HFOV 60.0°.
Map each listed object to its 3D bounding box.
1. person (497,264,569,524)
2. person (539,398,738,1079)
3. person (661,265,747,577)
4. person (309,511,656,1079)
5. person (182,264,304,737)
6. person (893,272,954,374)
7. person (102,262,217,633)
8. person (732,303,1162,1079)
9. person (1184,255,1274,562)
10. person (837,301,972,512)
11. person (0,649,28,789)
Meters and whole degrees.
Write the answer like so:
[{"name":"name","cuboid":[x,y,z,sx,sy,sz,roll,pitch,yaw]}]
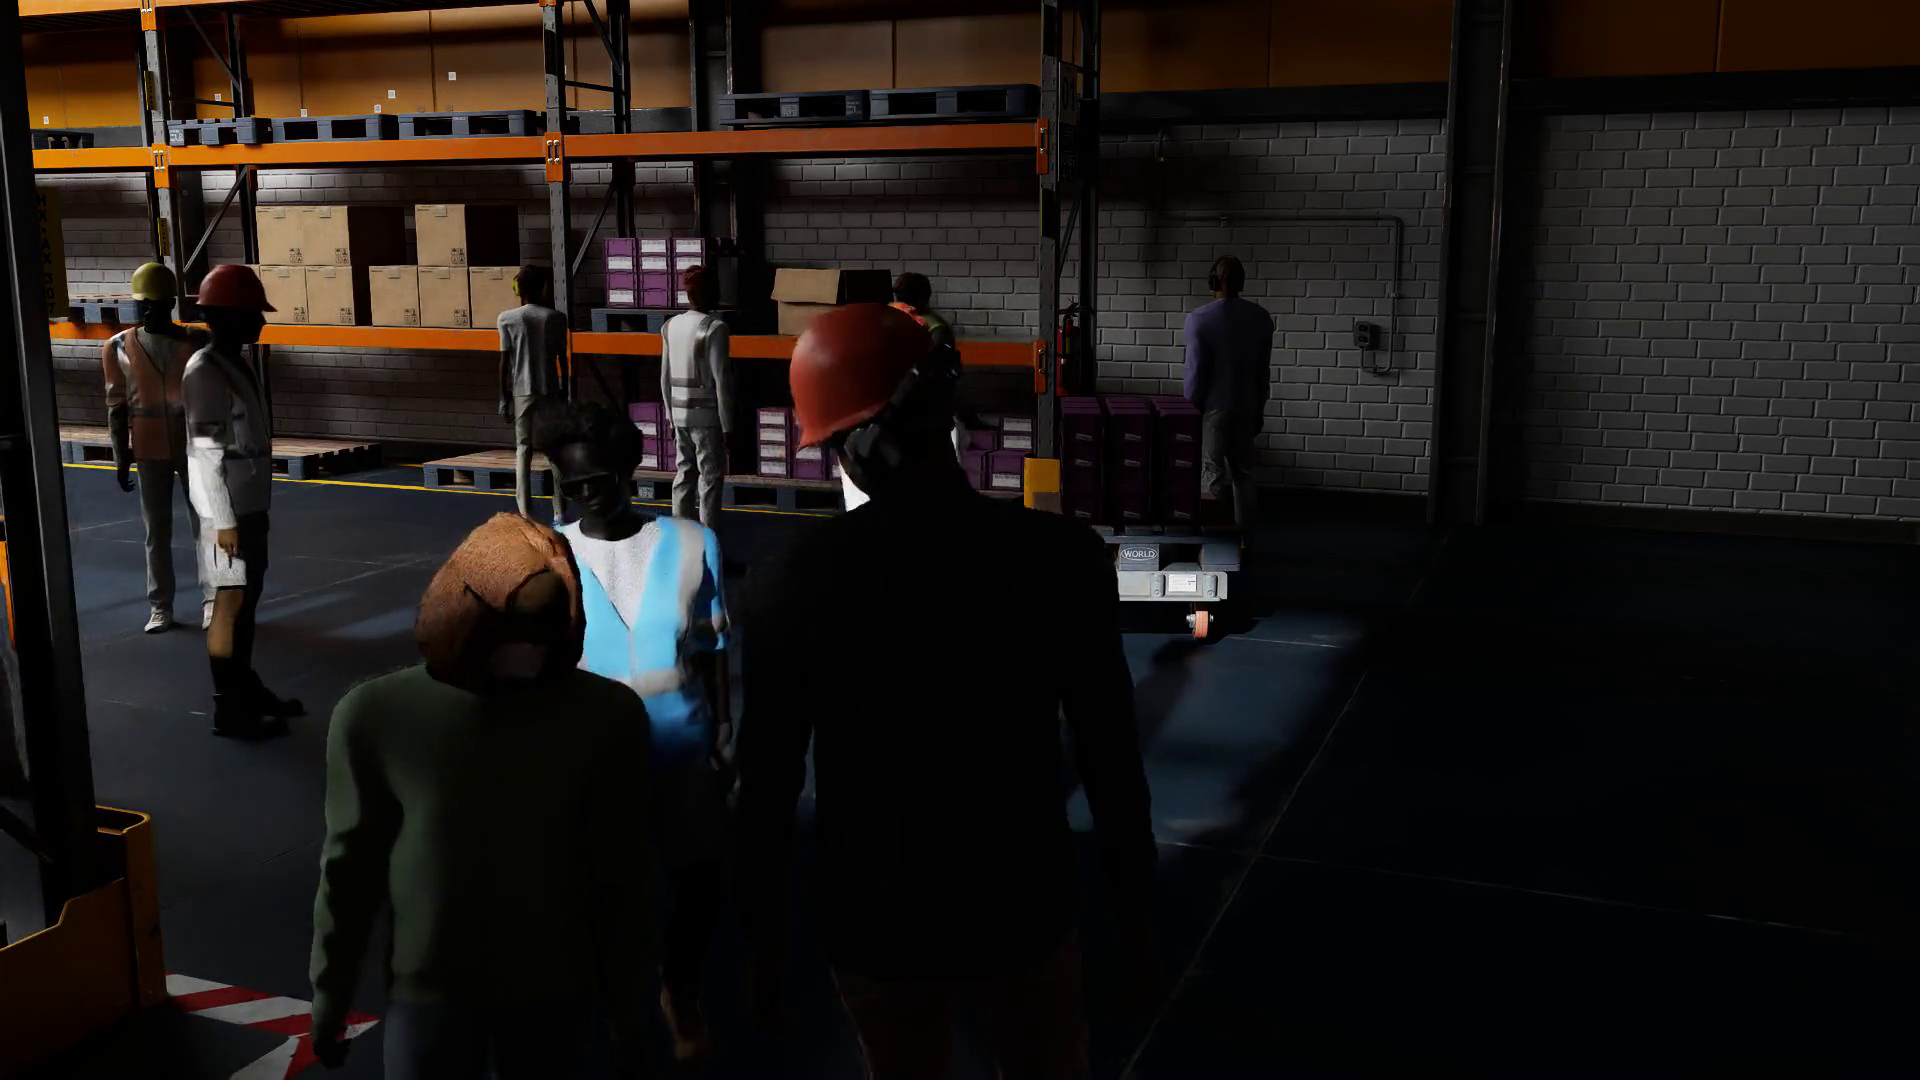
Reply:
[{"name":"person","cuboid":[-3.029,-1.021,11.849,0.491,1.863,0.325,-4,11,-22]},{"name":"person","cuboid":[-0.769,0.511,3.817,0.551,1.682,0.379,-4,11,-22]},{"name":"person","cuboid":[-1.563,-0.710,10.052,0.577,1.882,0.349,9,14,41]},{"name":"person","cuboid":[-0.752,0.751,2.648,0.553,1.608,0.415,-3,11,-18]},{"name":"person","cuboid":[-2.951,-0.158,6.850,0.383,1.929,0.543,-1,10,-7]},{"name":"person","cuboid":[-0.308,-0.747,10.408,0.459,1.838,0.647,-6,12,-29]},{"name":"person","cuboid":[-4.082,-0.466,8.614,0.581,1.919,0.394,-4,11,-19]},{"name":"person","cuboid":[-0.017,0.595,2.664,0.683,1.940,0.640,1,10,4]},{"name":"person","cuboid":[1.656,-0.805,10.431,0.636,1.939,0.365,-5,11,-26]},{"name":"person","cuboid":[-0.076,0.259,4.744,0.634,1.853,0.638,6,12,31]},{"name":"person","cuboid":[-3.803,0.060,5.944,0.719,1.822,0.642,-2,10,-13]}]
